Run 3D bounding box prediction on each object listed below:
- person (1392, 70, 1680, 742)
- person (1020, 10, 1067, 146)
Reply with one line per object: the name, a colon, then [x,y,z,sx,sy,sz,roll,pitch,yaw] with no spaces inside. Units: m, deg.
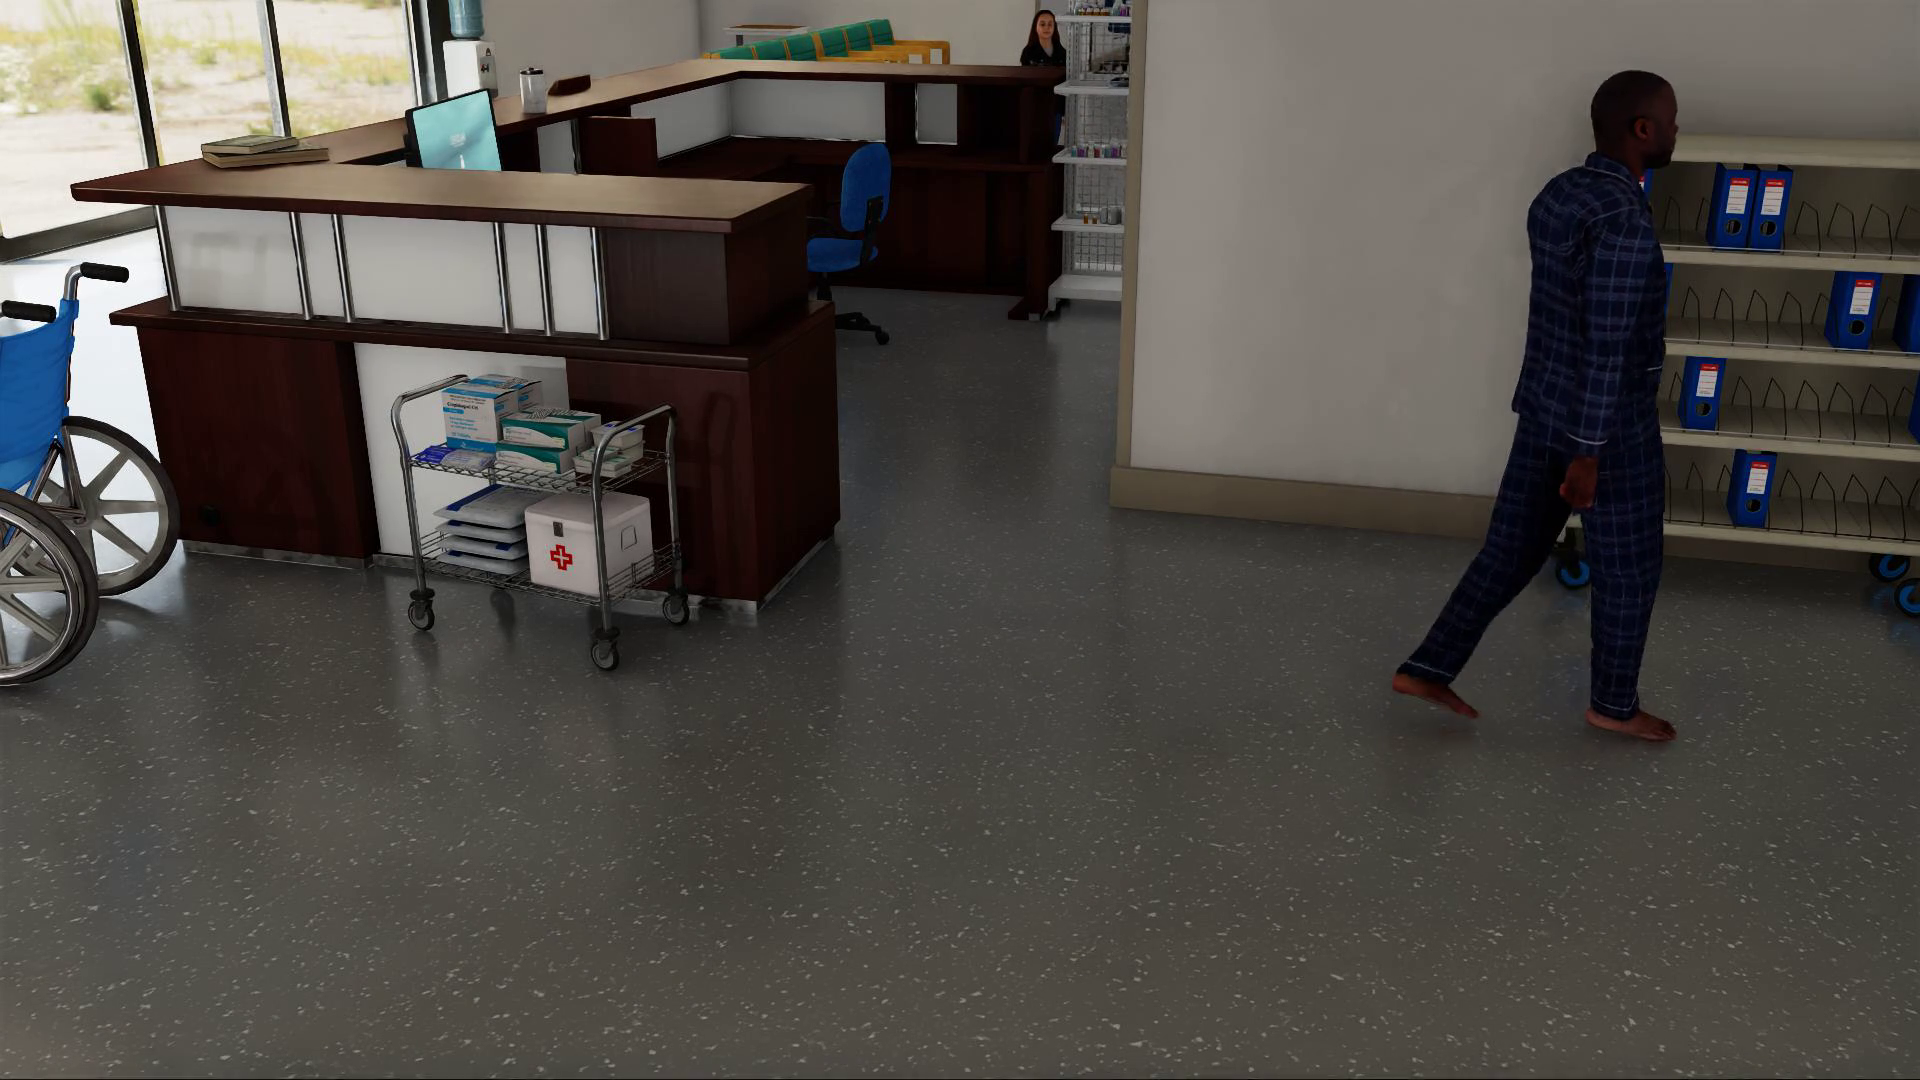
person: [1.560,-0.313,4.424,1.139,1.813,0.913,-2,21,-5]
person: [0.640,-3.341,12.883,0.587,1.483,0.696,-5,21,-12]
